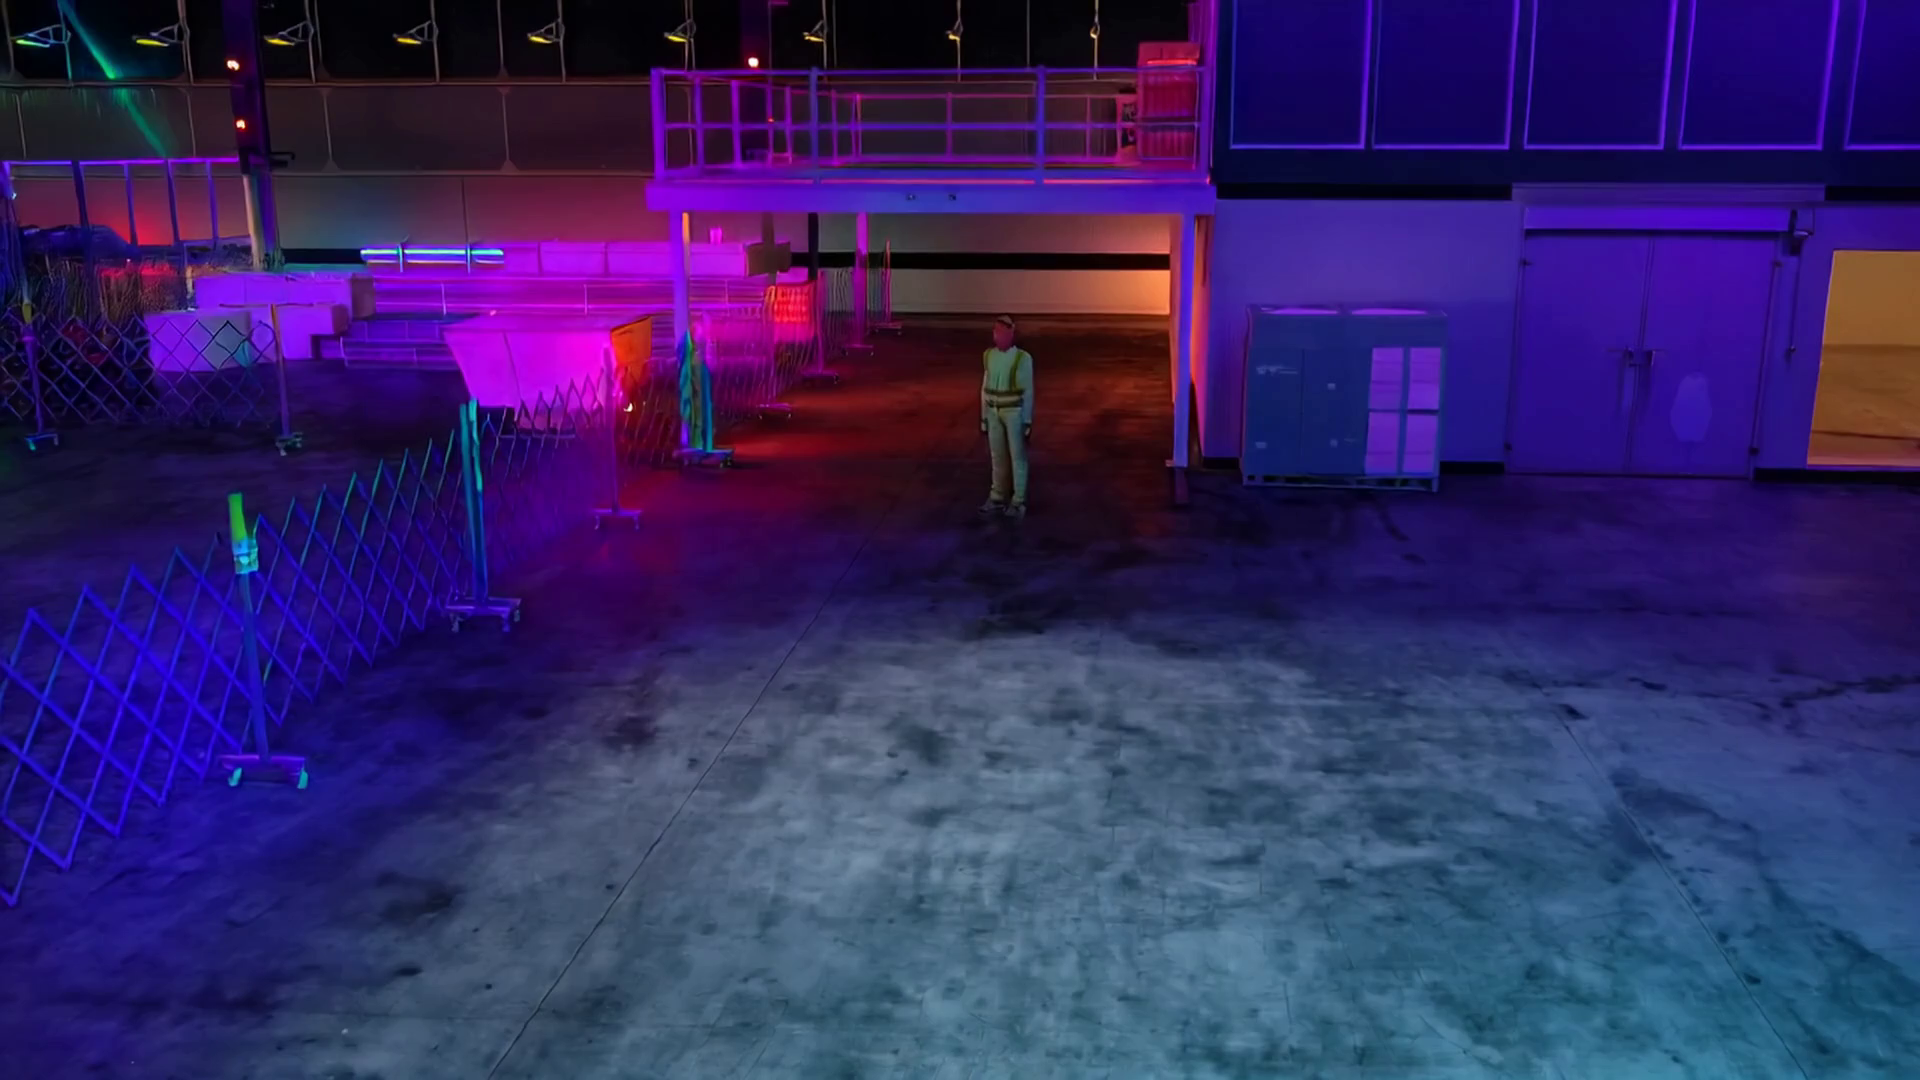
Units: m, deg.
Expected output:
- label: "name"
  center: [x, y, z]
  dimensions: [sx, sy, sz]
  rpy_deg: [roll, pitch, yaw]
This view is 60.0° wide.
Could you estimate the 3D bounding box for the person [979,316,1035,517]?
- label: "person"
  center: [0.434, -1.163, 15.619]
  dimensions: [0.578, 1.882, 0.346]
  rpy_deg: [12, 18, 40]
